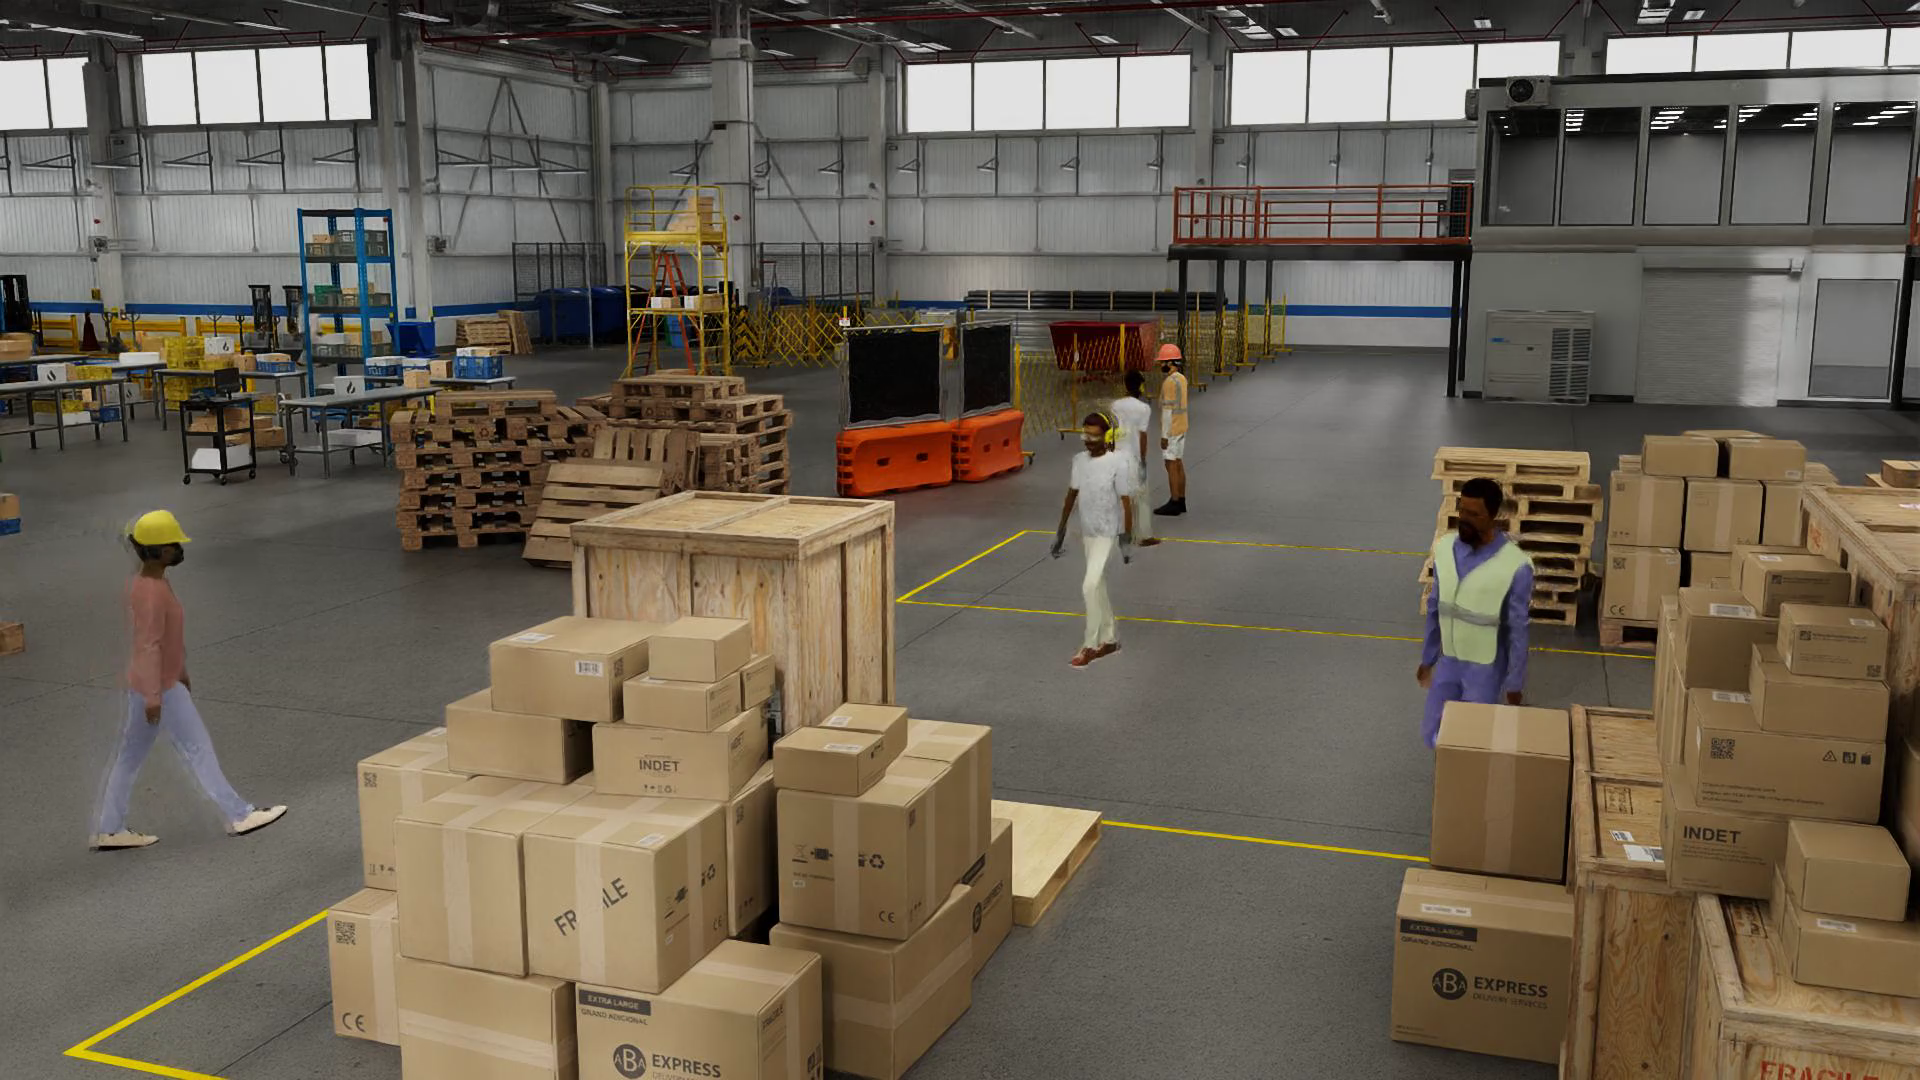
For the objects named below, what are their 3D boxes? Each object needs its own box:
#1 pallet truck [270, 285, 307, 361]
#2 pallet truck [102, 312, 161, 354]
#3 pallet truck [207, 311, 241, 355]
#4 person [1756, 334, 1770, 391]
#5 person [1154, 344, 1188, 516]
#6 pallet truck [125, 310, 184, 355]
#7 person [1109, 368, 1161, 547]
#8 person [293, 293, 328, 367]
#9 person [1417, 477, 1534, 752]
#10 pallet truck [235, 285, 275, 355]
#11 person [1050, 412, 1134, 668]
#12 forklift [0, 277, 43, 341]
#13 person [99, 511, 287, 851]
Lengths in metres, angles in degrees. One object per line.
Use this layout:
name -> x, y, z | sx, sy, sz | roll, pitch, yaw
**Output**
pallet truck -> -17.147, -5.700, 43.663 | 0.823, 1.965, 1.885 | 3, 11, 17
pallet truck -> -23.057, -5.777, 46.261 | 0.680, 1.201, 1.601 | 3, 11, 19
pallet truck -> -19.537, -5.575, 44.913 | 0.653, 1.274, 1.630 | 3, 11, 19
person -> 15.548, -3.473, 32.142 | 0.498, 1.626, 0.544 | -2, 10, -13
person -> 2.362, -1.239, 18.751 | 0.399, 1.928, 0.542 | 4, 11, 22
pallet truck -> -22.038, -5.665, 45.457 | 0.704, 1.261, 1.522 | 3, 11, 17
person -> 1.639, -0.787, 16.506 | 0.538, 1.828, 0.973 | 8, 13, 38
person -> -16.234, -5.215, 41.437 | 1.079, 1.831, 0.671 | 1, 10, 8
person -> 2.600, 0.615, 8.354 | 0.491, 1.904, 0.620 | -6, 12, -31
pallet truck -> -18.327, -5.835, 44.421 | 0.823, 1.965, 1.885 | 4, 11, 23
person -> 0.921, -0.006, 12.046 | 0.764, 1.839, 0.531 | -8, 13, -39
forklift -> -27.151, -6.329, 46.328 | 1.157, 1.987, 2.680 | 3, 11, 17
person -> -3.952, 0.701, 8.378 | 0.895, 1.711, 0.543 | -6, 11, -28
